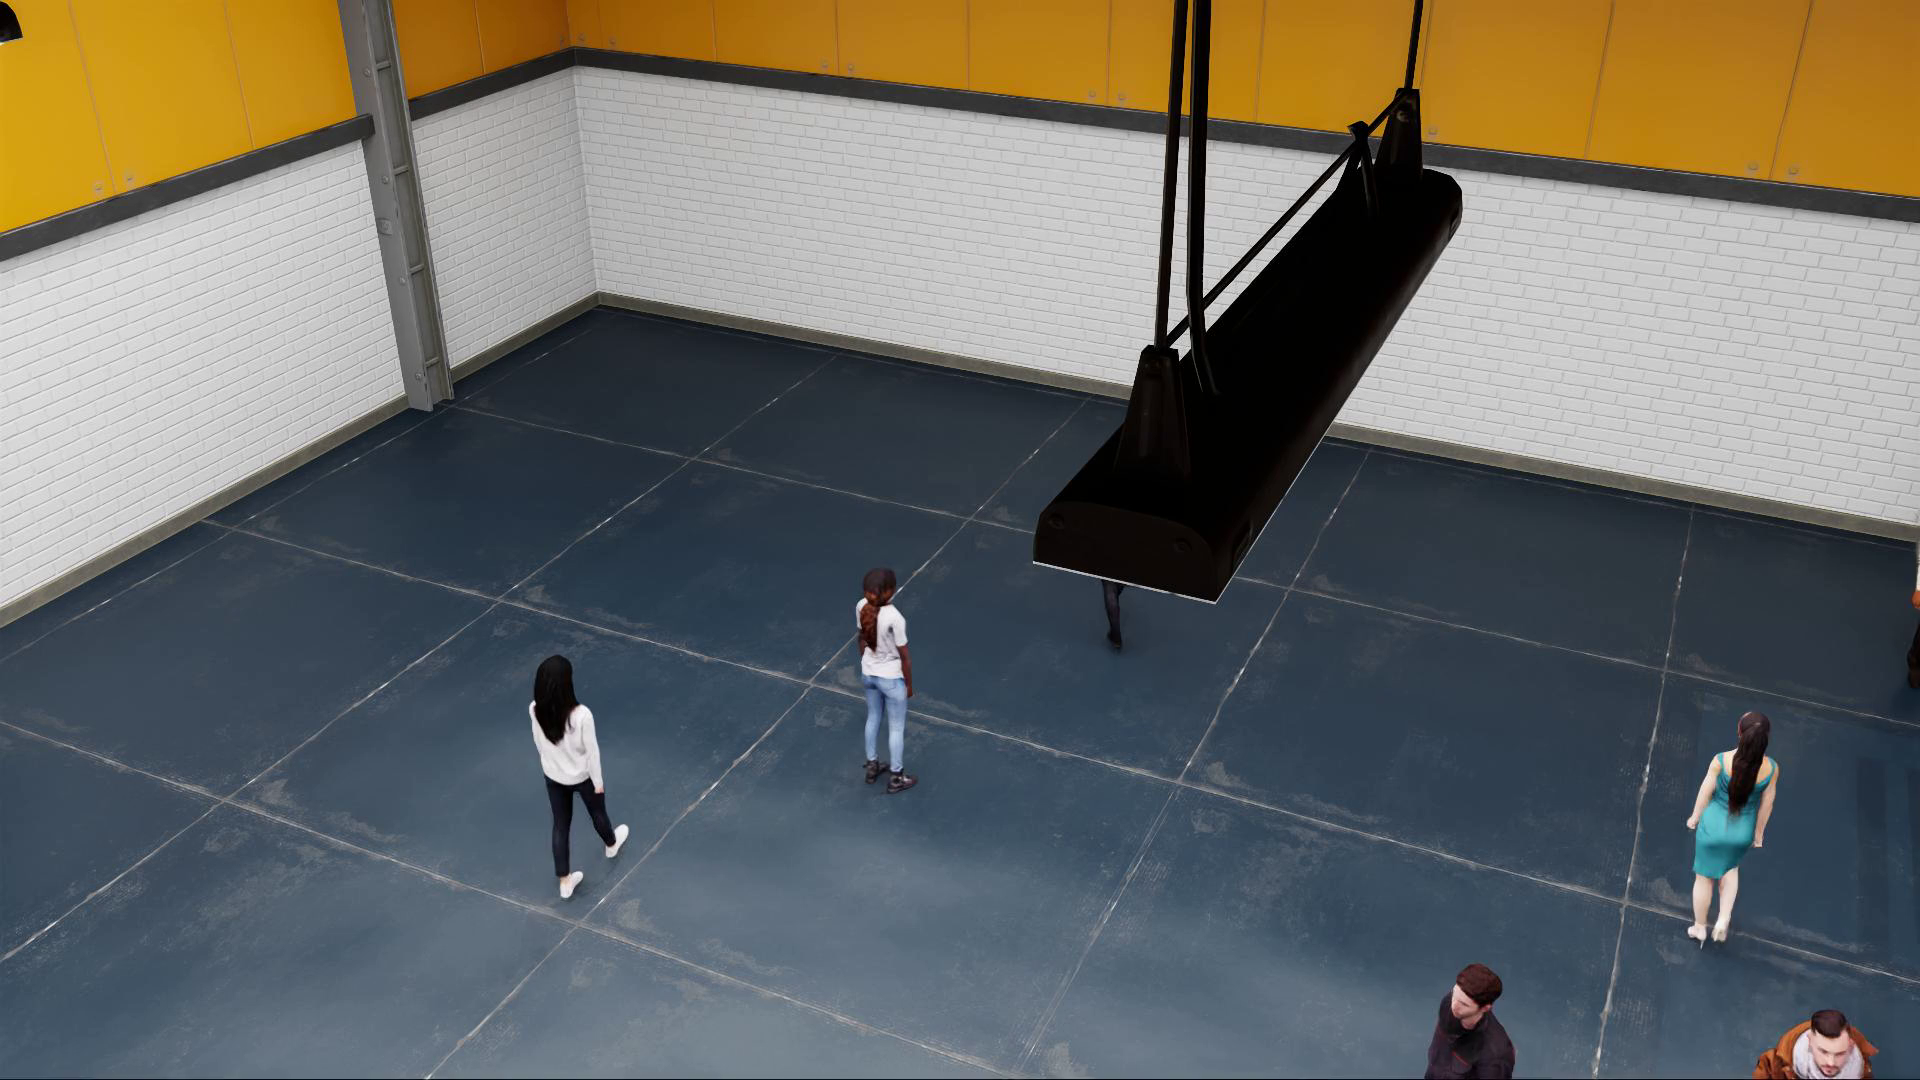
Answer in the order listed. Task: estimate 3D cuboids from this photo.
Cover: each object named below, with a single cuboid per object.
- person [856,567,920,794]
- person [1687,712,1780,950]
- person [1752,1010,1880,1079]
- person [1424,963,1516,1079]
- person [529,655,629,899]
[{"bbox_3d":[-0.518,0.941,11.379,0.633,1.719,0.599,21,35,34],"label":"person"},{"bbox_3d":[4.572,1.779,9.886,0.626,1.679,0.668,4,29,7],"label":"person"},{"bbox_3d":[3.854,2.844,7.790,0.979,1.815,1.094,-3,29,-6],"label":"person"},{"bbox_3d":[2.463,2.736,7.910,1.249,1.890,1.168,-8,30,-14],"label":"person"},{"bbox_3d":[-2.478,1.505,10.392,0.732,1.674,0.966,8,30,14],"label":"person"}]
